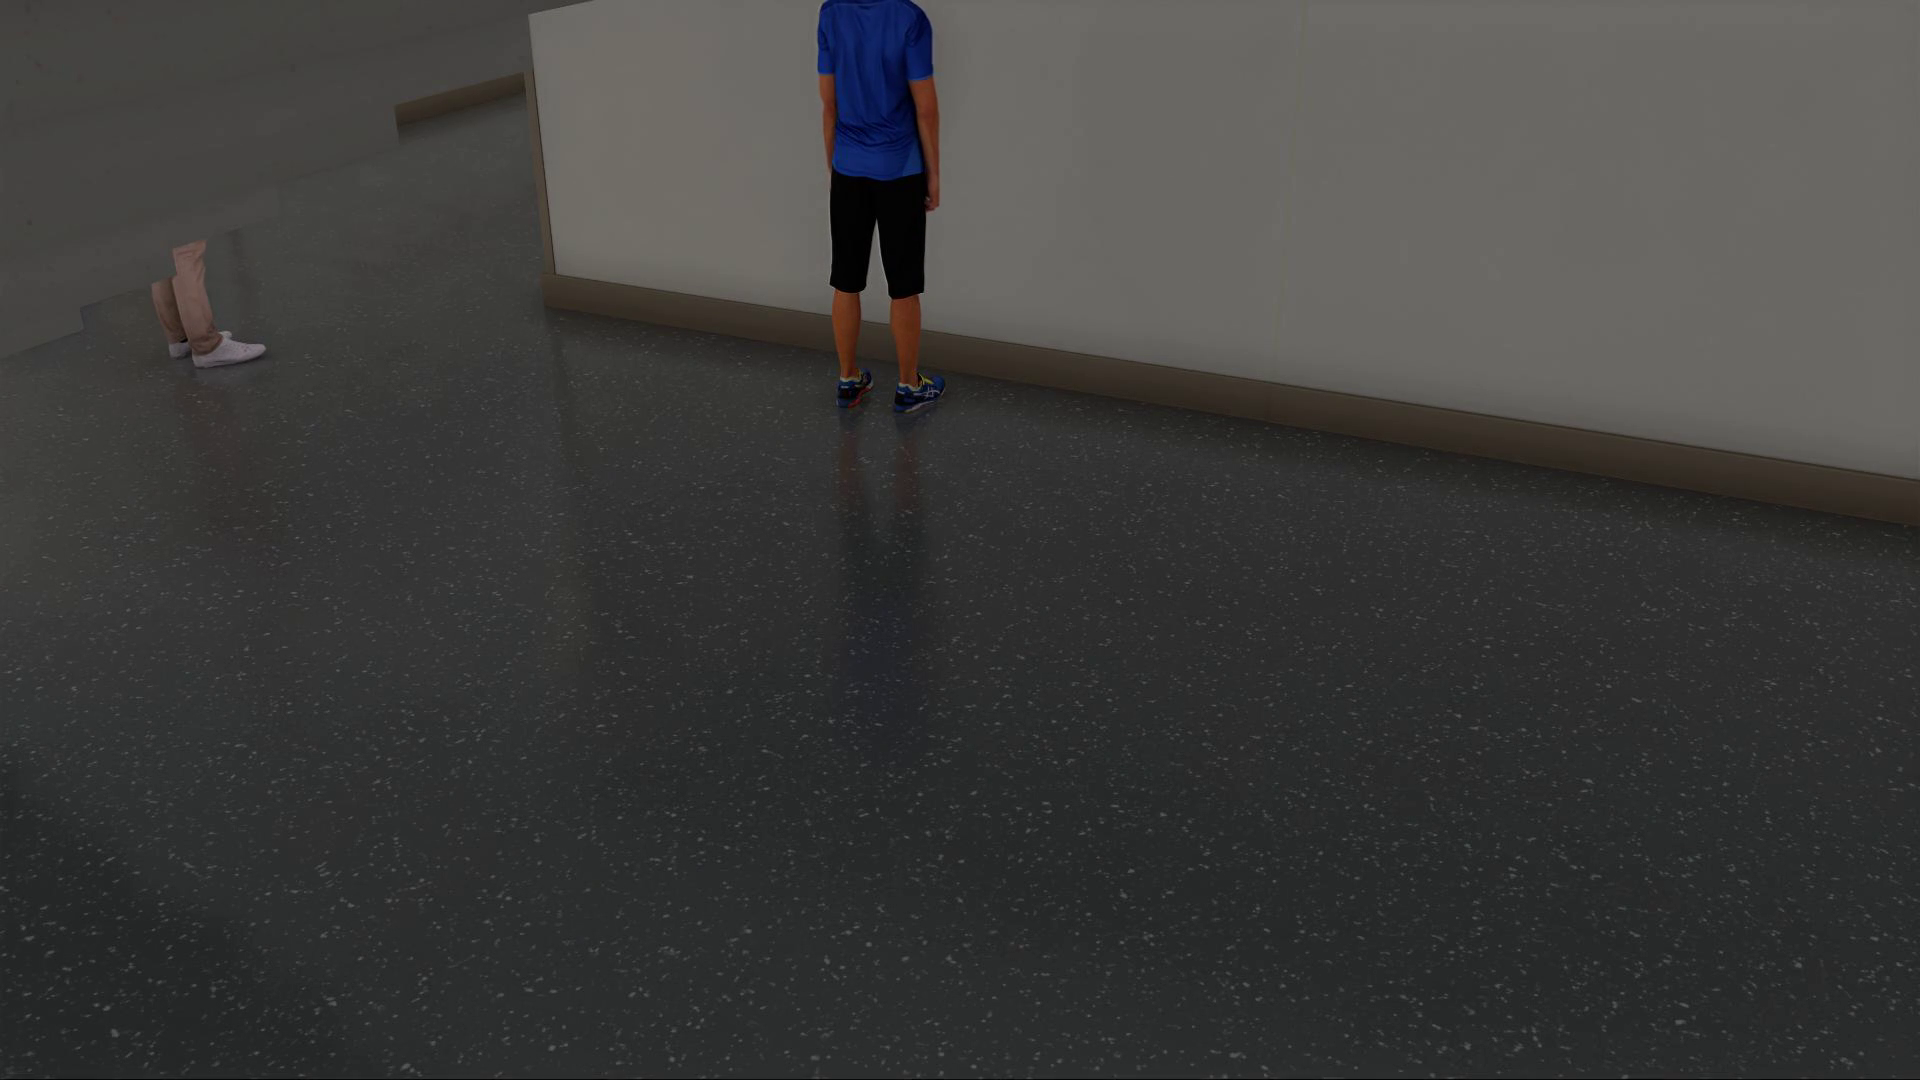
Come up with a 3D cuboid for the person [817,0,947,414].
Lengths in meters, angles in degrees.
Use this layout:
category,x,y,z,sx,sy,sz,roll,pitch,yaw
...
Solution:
category,x,y,z,sx,sy,sz,roll,pitch,yaw
person,-0.321,-1.407,6.349,0.518,1.870,0.691,9,27,17
